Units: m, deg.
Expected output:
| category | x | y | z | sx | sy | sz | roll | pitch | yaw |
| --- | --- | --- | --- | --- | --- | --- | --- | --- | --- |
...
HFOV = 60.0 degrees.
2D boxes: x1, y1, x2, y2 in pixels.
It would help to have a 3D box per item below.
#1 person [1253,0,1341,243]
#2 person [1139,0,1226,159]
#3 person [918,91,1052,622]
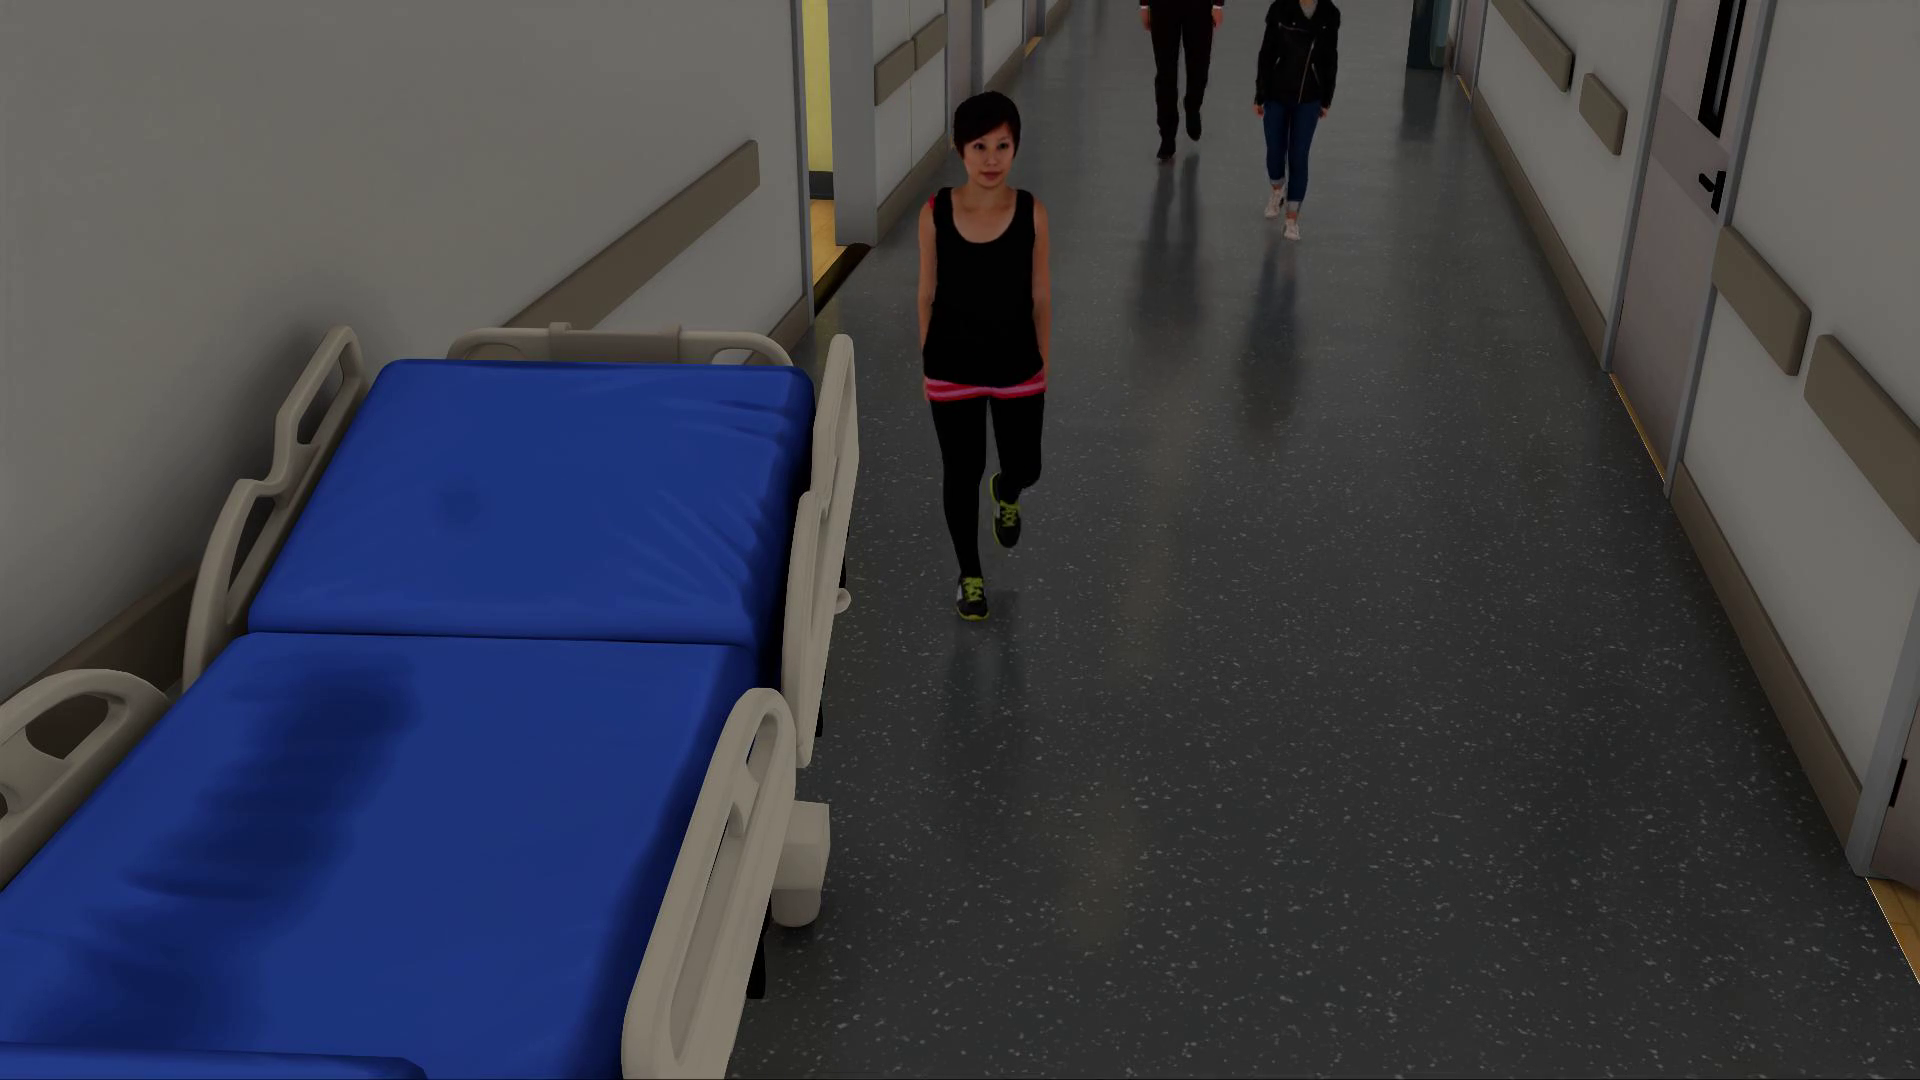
| category | x | y | z | sx | sy | sz | roll | pitch | yaw |
| --- | --- | --- | --- | --- | --- | --- | --- | --- | --- |
| person | 1.746 | -2.344 | 8.748 | 0.920 | 1.454 | 0.668 | 7 | 27 | 14 |
| person | 1.400 | -3.359 | 10.393 | 0.854 | 1.852 | 0.762 | 6 | 26 | 12 |
| person | 0.064 | -0.547 | 4.925 | 0.771 | 1.537 | 0.684 | 0 | 26 | -1 |
